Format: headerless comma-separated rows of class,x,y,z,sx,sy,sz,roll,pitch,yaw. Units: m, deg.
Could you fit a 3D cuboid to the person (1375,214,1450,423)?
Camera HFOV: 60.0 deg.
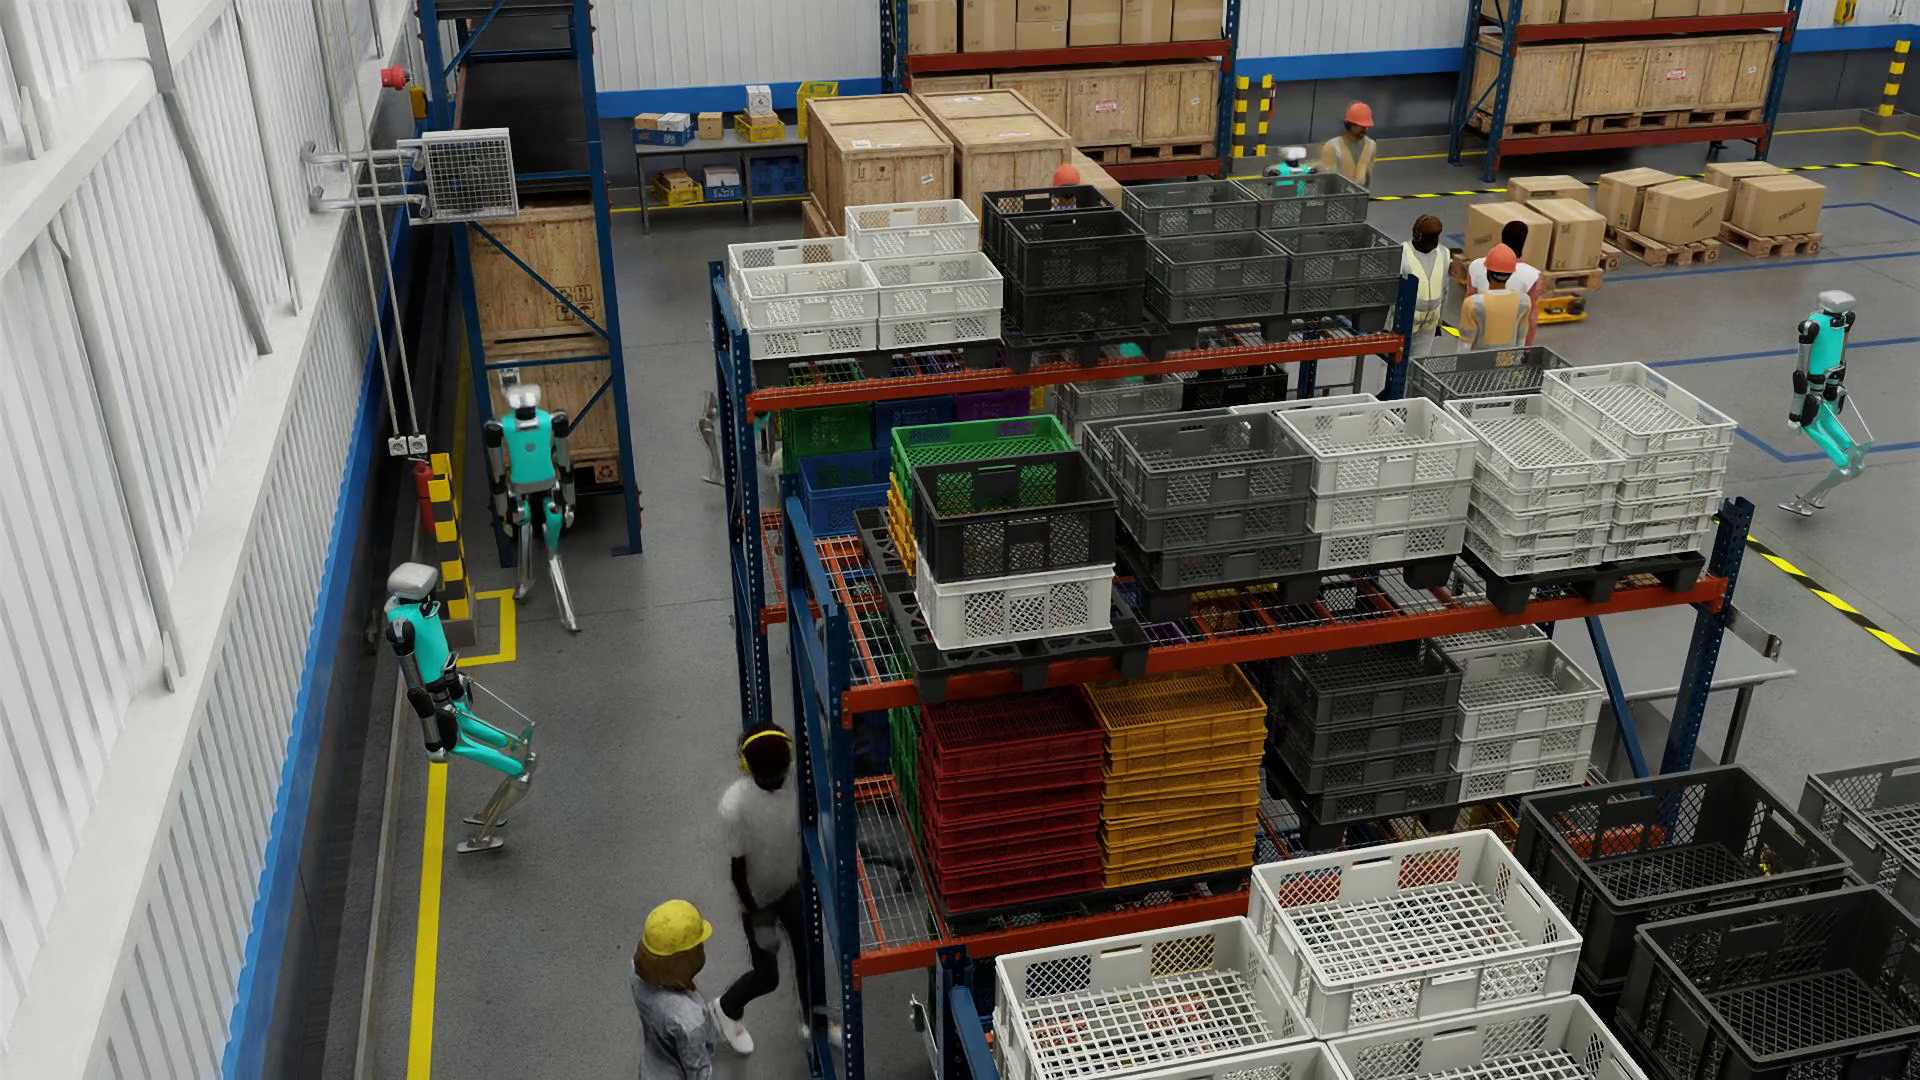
person,3.755,-1.805,13.796,0.622,1.837,0.429,-9,29,-17

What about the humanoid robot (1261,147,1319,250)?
humanoid robot,3.062,-3.018,16.238,0.553,1.747,1.047,-8,29,-15

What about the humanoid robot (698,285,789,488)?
humanoid robot,-1.681,-1.078,12.571,1.041,1.735,0.542,0,28,0

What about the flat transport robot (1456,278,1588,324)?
flat transport robot,5.667,-2.524,16.806,0.652,0.197,1.431,-6,28,-12

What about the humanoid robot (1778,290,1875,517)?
humanoid robot,6.402,-0.944,12.119,0.533,1.677,0.735,-16,32,-27

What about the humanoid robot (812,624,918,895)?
humanoid robot,-0.518,1.107,8.446,0.564,1.633,0.616,-3,28,-5

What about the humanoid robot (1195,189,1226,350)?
humanoid robot,2.309,-2.333,14.969,0.609,1.643,0.409,-15,31,-26

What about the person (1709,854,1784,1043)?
person,3.044,1.963,6.646,0.610,1.830,0.552,10,29,18

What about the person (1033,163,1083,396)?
person,0.909,-2.244,14.421,0.600,2.035,0.403,-2,28,-3

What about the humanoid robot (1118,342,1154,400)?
humanoid robot,1.462,-0.898,12.185,1.027,1.731,0.549,-10,29,-18

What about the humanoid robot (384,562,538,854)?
humanoid robot,-2.511,0.879,8.659,0.735,1.677,0.533,-1,28,-1

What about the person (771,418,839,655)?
person,-0.943,-0.067,10.488,0.504,1.840,0.348,-17,32,-29

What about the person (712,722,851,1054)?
person,-0.836,1.551,7.416,0.612,1.843,0.523,19,33,32

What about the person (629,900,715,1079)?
person,-1.078,2.107,6.476,0.327,1.733,0.478,-19,33,-32

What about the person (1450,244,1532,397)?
person,4.031,-1.321,12.763,0.542,1.939,0.362,-3,28,-6

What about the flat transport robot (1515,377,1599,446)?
flat transport robot,4.780,-1.036,14.013,0.659,0.231,1.431,-6,28,-12

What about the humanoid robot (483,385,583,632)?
humanoid robot,-2.829,-0.277,11.017,0.530,1.772,0.943,-10,29,-18

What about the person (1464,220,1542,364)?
person,4.298,-1.615,13.342,0.589,1.918,0.387,19,33,32

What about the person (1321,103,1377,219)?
person,3.843,-3.370,16.608,0.612,1.990,1.067,-7,29,-13
